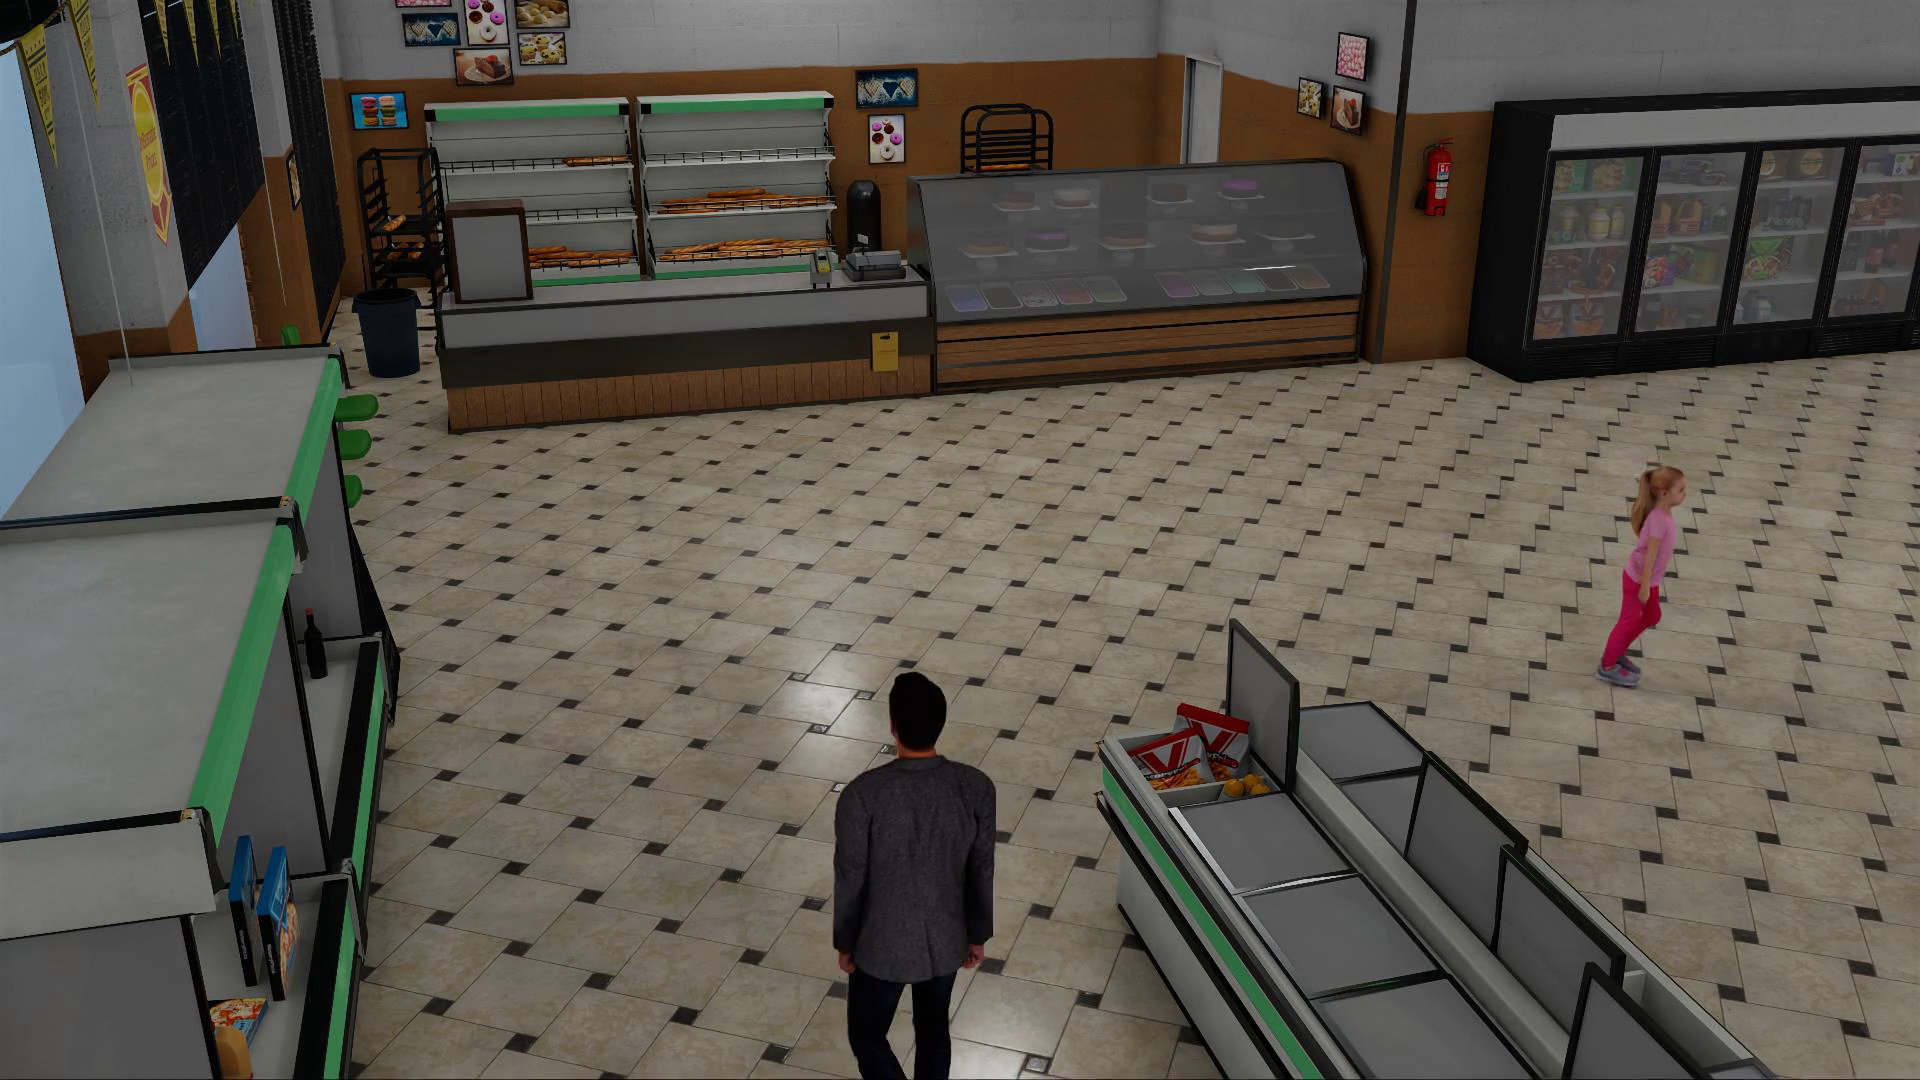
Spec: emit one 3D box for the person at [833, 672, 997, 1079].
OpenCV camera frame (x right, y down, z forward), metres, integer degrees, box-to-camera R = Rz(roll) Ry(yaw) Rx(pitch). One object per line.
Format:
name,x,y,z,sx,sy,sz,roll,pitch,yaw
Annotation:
person,-0.141,1.331,5.362,0.749,1.859,1.007,-8,23,-19

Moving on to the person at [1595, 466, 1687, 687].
person,3.670,0.194,8.998,0.656,1.258,0.597,12,25,28
